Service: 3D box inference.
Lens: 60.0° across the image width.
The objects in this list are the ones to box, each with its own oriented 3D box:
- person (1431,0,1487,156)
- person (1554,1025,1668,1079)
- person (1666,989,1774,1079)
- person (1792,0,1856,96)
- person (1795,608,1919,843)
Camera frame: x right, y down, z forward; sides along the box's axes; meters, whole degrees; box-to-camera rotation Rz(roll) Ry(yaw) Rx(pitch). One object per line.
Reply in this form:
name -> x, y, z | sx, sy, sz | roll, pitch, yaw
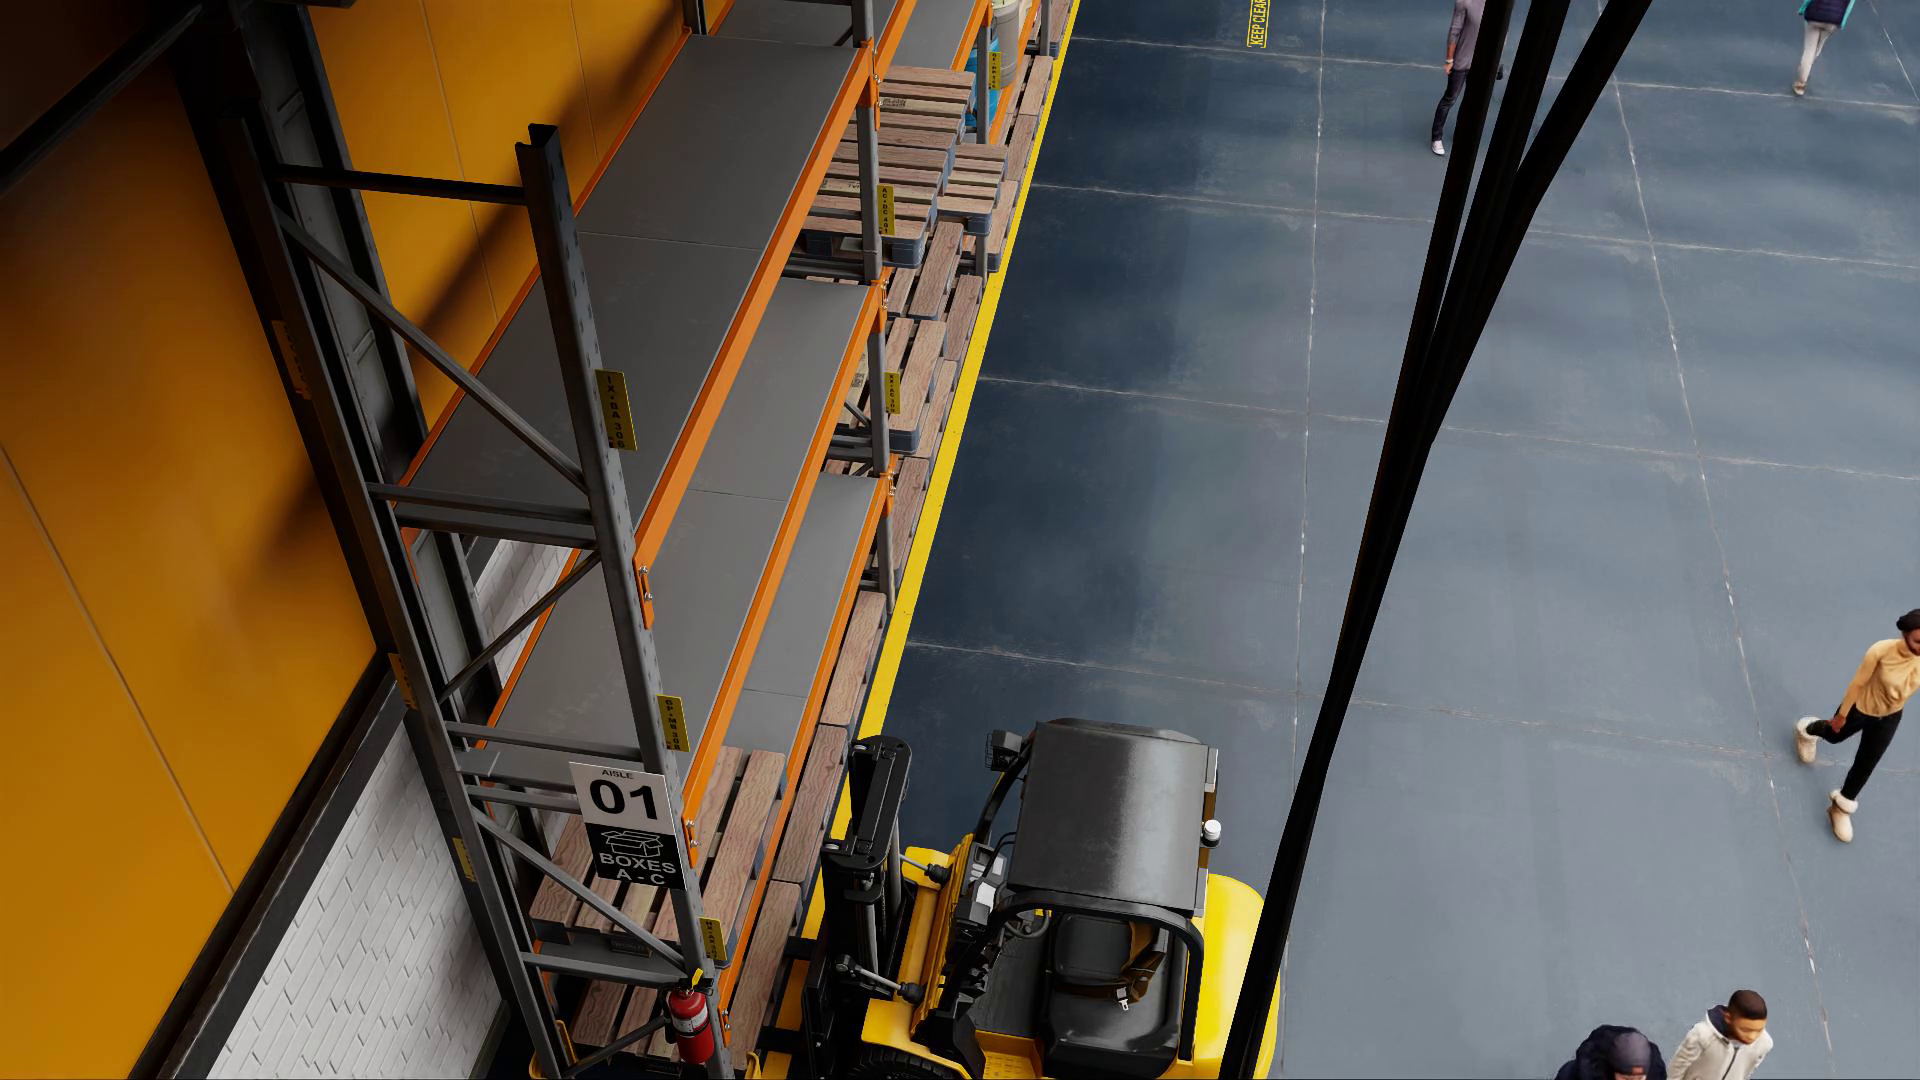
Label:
person -> 4.795, -4.548, 15.641 | 0.748, 1.854, 0.720 | -12, 45, -13
person -> 3.035, 2.798, 8.074 | 0.850, 1.655, 1.103 | -4, 44, -5
person -> 3.715, 2.658, 8.378 | 0.633, 1.438, 0.953 | 4, 44, 4
person -> 8.608, -5.153, 16.556 | 0.568, 1.468, 0.868 | 6, 44, 6
person -> 5.442, 0.969, 10.013 | 0.655, 1.629, 1.102 | 4, 44, 4
